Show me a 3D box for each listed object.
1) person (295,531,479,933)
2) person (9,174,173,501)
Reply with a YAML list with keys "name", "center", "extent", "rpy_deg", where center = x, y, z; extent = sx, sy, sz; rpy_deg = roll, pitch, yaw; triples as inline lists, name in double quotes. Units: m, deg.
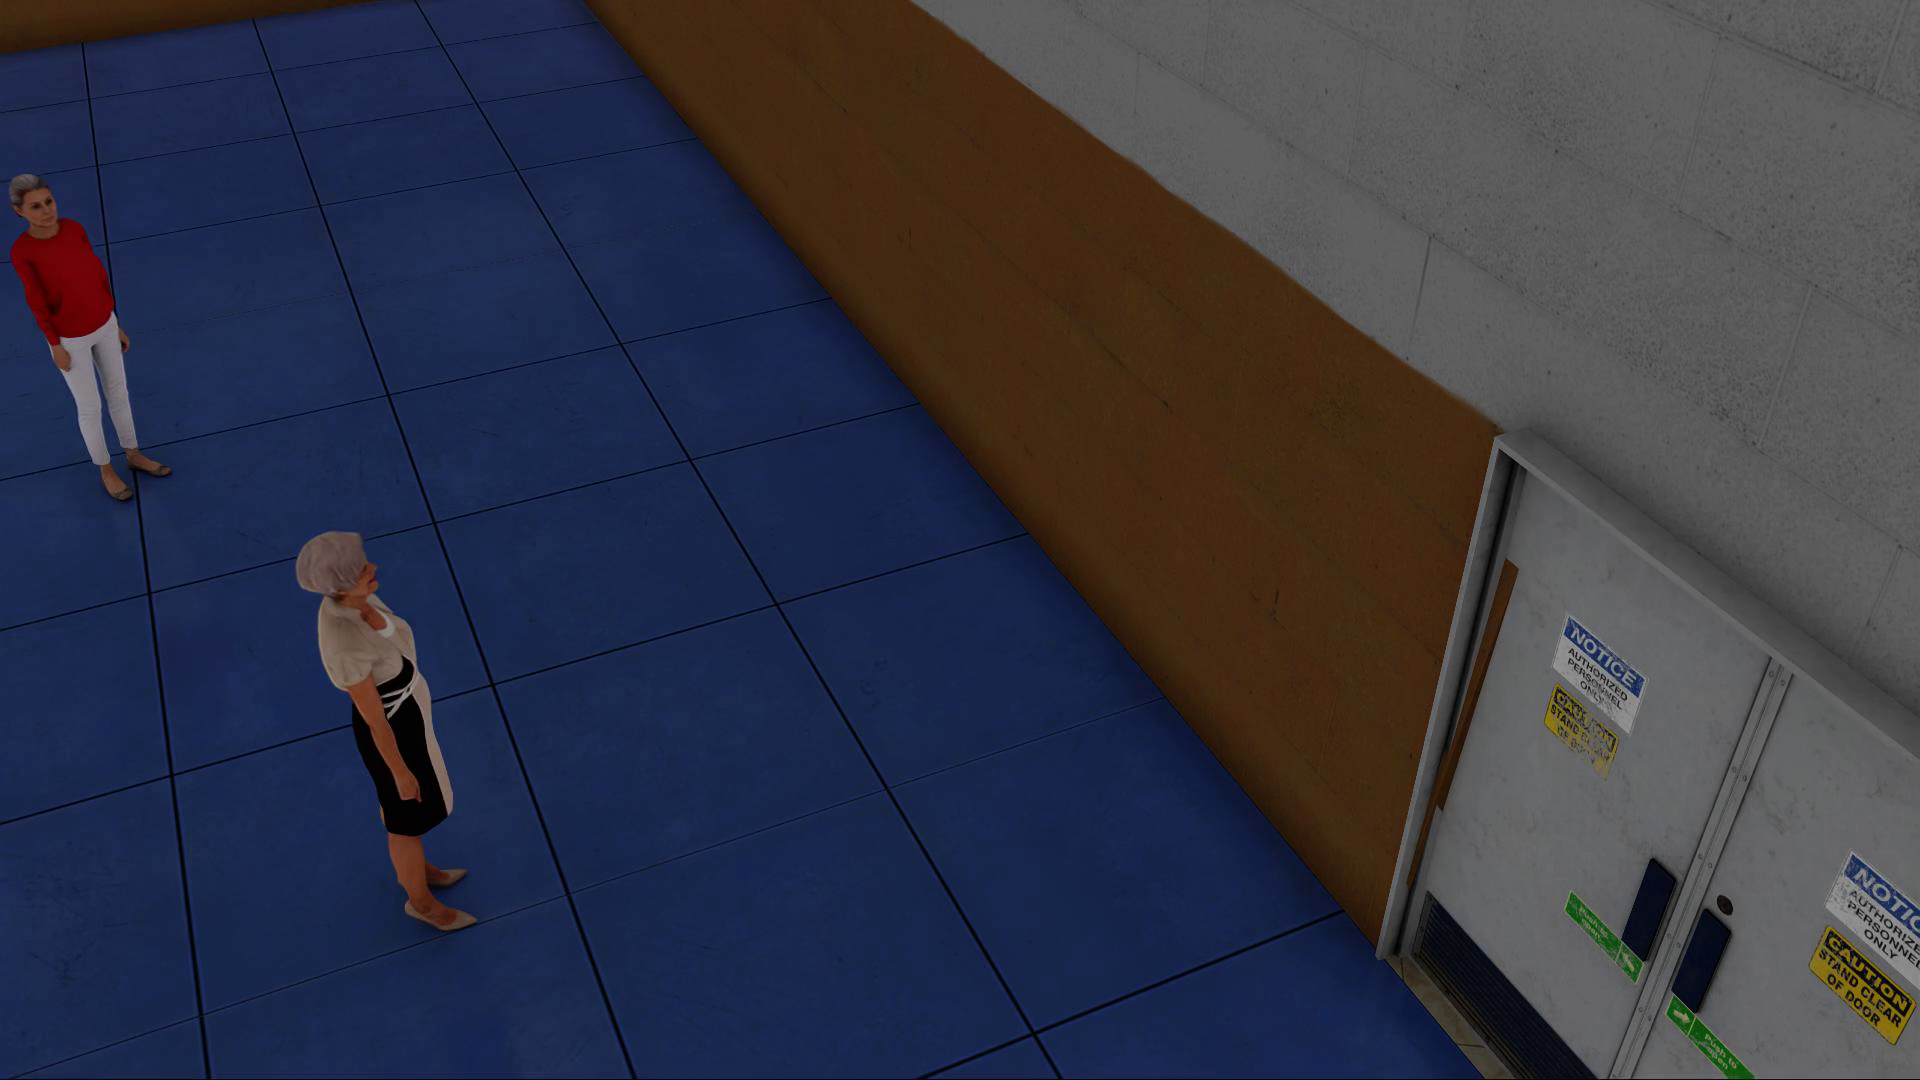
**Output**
- name: "person"
  center: [-2.011, 0.693, 5.834]
  extent: [0.548, 1.756, 0.636]
  rpy_deg: [-12, 39, -16]
- name: "person"
  center: [-4.290, -0.998, 8.140]
  extent: [0.712, 1.694, 0.636]
  rpy_deg: [18, 40, 22]
